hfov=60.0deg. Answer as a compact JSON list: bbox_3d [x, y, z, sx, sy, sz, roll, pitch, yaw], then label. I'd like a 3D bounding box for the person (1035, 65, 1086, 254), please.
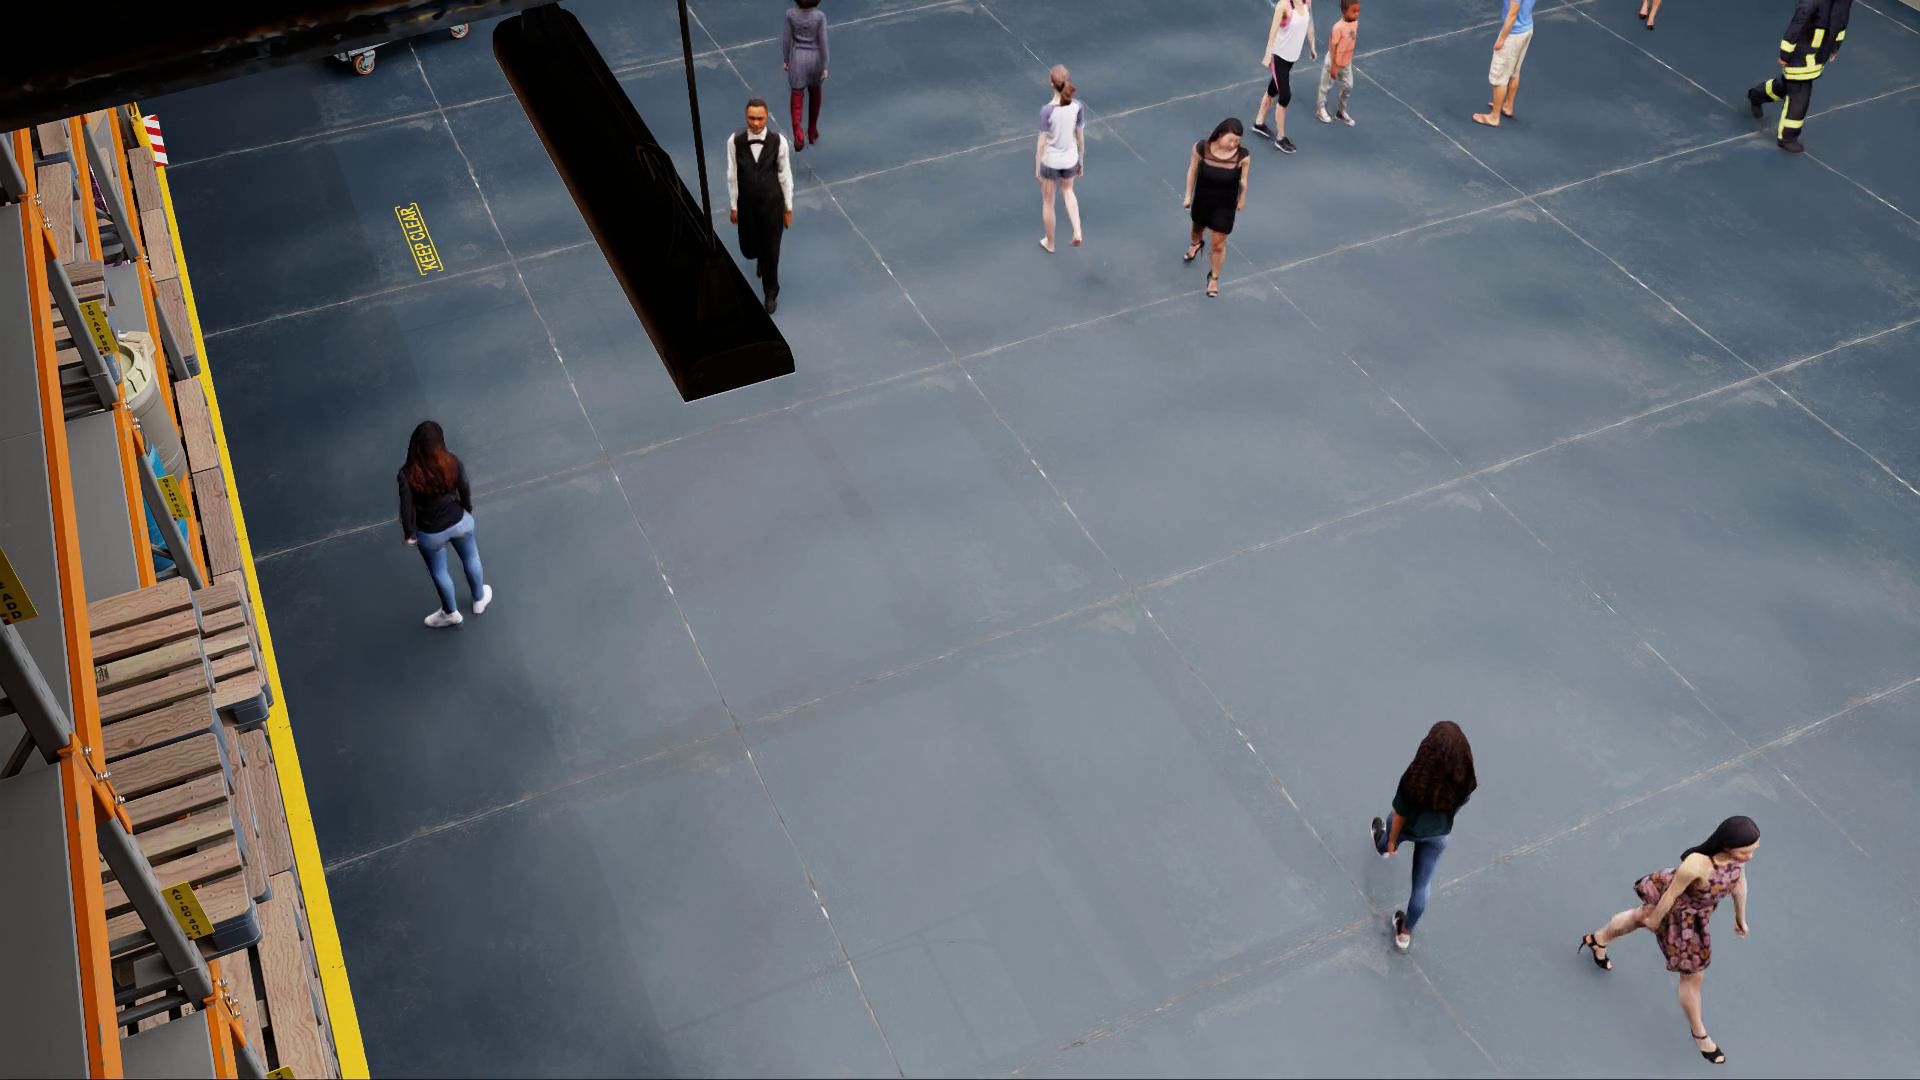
[{"bbox_3d":[0.894,-3.246,14.453,0.594,1.757,0.696,-15,46,-16],"label":"person"}]

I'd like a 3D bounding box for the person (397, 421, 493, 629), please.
[{"bbox_3d":[-3.525,-0.073,11.216,0.635,1.627,0.754,30,51,28],"label":"person"}]

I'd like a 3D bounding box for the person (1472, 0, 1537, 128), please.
[{"bbox_3d":[5.394,-4.941,16.155,0.693,1.863,0.724,32,52,29],"label":"person"}]

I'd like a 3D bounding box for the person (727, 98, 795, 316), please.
[{"bbox_3d":[-1.660,-2.865,13.945,0.960,1.905,1.087,2,44,2],"label":"person"}]

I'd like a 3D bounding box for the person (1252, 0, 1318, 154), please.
[{"bbox_3d":[3.040,-4.669,15.947,0.768,1.757,0.946,-33,53,-30],"label":"person"}]

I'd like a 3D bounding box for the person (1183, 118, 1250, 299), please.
[{"bbox_3d":[2.139,-2.899,14.153,0.948,1.668,1.012,17,46,18],"label":"person"}]

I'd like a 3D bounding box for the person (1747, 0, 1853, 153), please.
[{"bbox_3d":[8.056,-4.723,15.901,0.771,1.899,1.143,-19,47,-19],"label":"person"}]

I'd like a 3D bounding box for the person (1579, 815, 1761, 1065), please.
[{"bbox_3d":[3.832,1.980,9.005,0.721,1.704,1.219,-26,49,-25],"label":"person"}]

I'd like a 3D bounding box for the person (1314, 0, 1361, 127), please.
[{"bbox_3d":[3.673,-4.744,16.360,0.514,1.295,0.654,-20,47,-20],"label":"person"}]

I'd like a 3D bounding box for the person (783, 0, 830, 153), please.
[{"bbox_3d":[-1.451,-4.455,15.770,0.883,1.690,1.033,2,44,2],"label":"person"}]

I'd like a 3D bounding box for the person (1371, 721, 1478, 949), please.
[{"bbox_3d":[2.624,1.696,9.401,0.923,1.570,1.154,2,44,2],"label":"person"}]
